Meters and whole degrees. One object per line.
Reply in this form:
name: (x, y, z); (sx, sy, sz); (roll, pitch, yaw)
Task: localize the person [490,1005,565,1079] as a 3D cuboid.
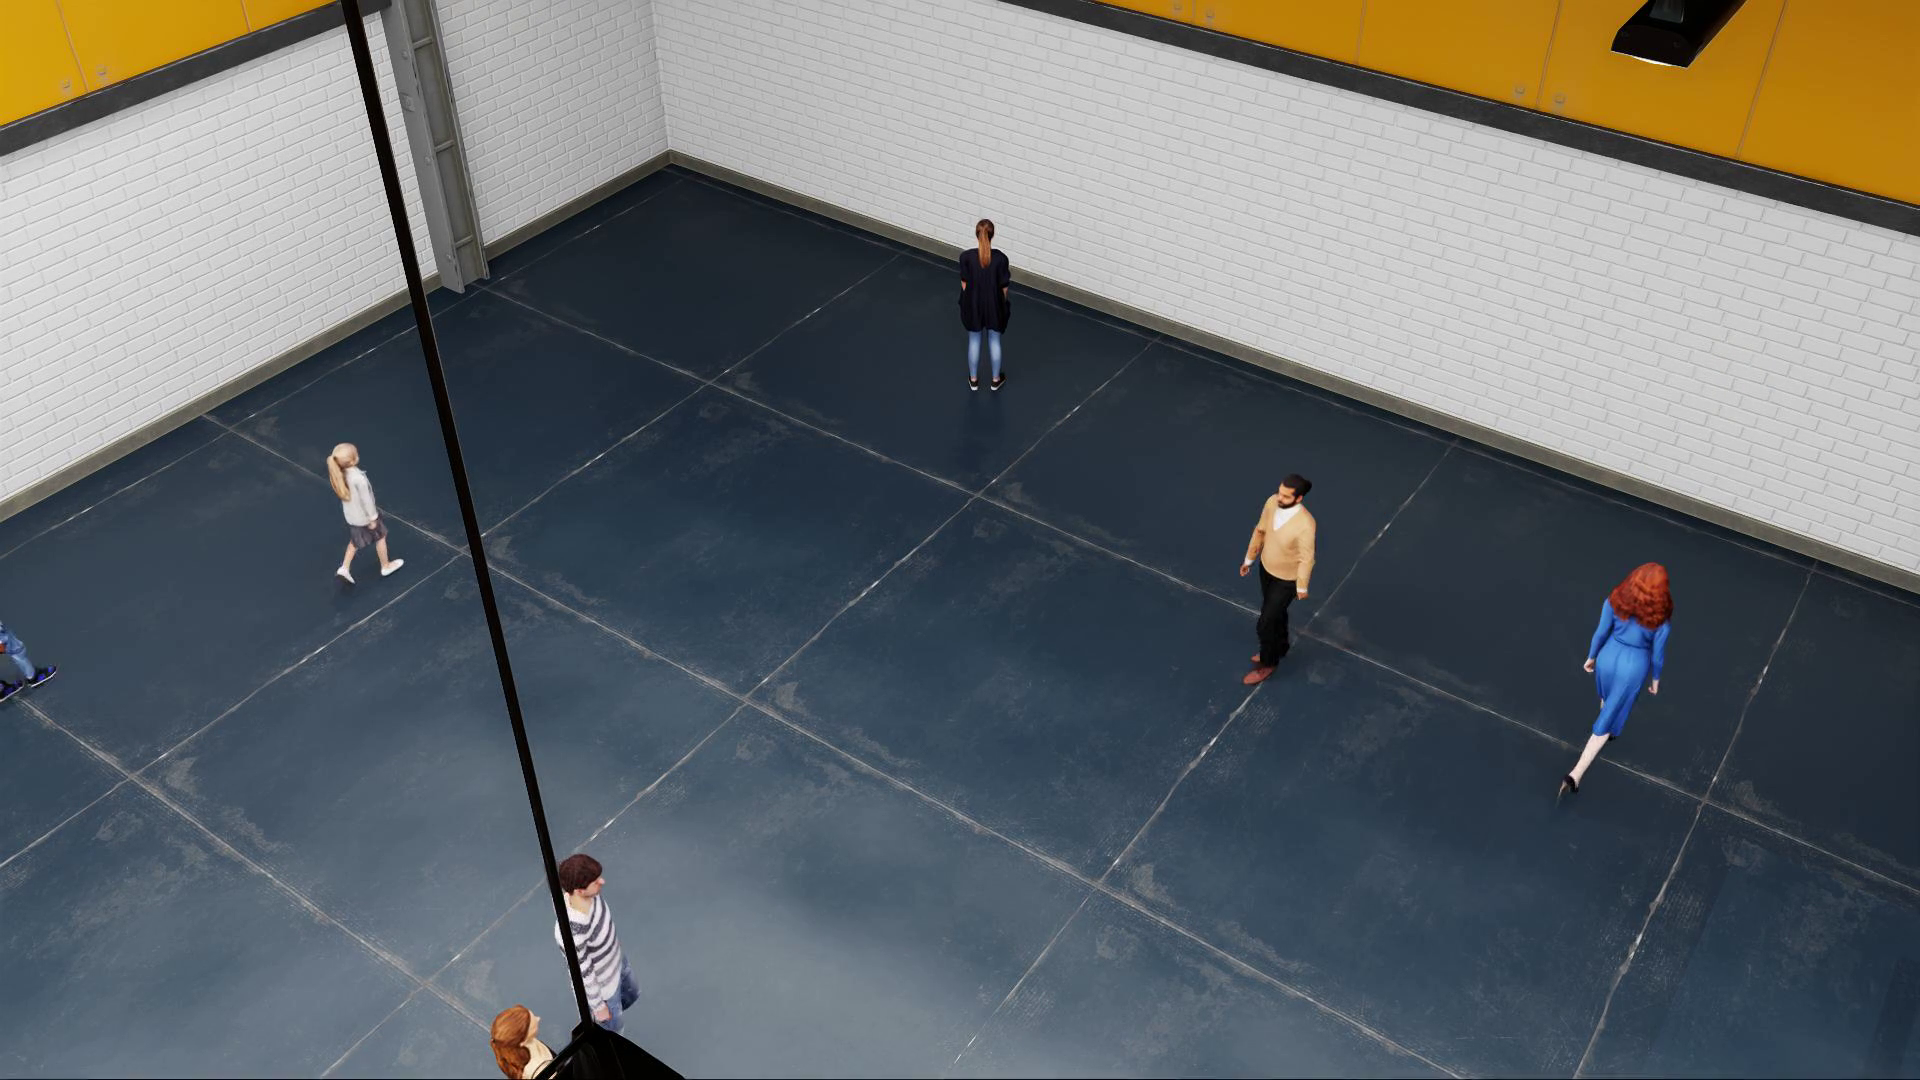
person: (-2.162, 2.923, 8.549); (0.584, 1.624, 0.583); (28, 46, 30)

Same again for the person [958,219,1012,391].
person: (0.219, -2.083, 14.770); (0.714, 1.683, 0.716); (5, 39, 6)

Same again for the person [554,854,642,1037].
person: (-2.006, 2.373, 9.062); (0.868, 1.844, 0.798); (-2, 39, -2)

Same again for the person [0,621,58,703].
person: (-6.912, 0.655, 11.688); (0.526, 1.251, 0.667); (19, 42, 23)

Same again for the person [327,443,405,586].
person: (-4.638, -0.187, 12.735); (0.536, 1.260, 0.758); (21, 43, 24)

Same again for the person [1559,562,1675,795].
person: (4.281, 0.943, 10.899); (1.154, 1.786, 0.799); (-28, 46, -30)

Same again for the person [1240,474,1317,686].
person: (2.355, 0.215, 11.850); (0.889, 1.737, 0.829); (-15, 41, -17)
